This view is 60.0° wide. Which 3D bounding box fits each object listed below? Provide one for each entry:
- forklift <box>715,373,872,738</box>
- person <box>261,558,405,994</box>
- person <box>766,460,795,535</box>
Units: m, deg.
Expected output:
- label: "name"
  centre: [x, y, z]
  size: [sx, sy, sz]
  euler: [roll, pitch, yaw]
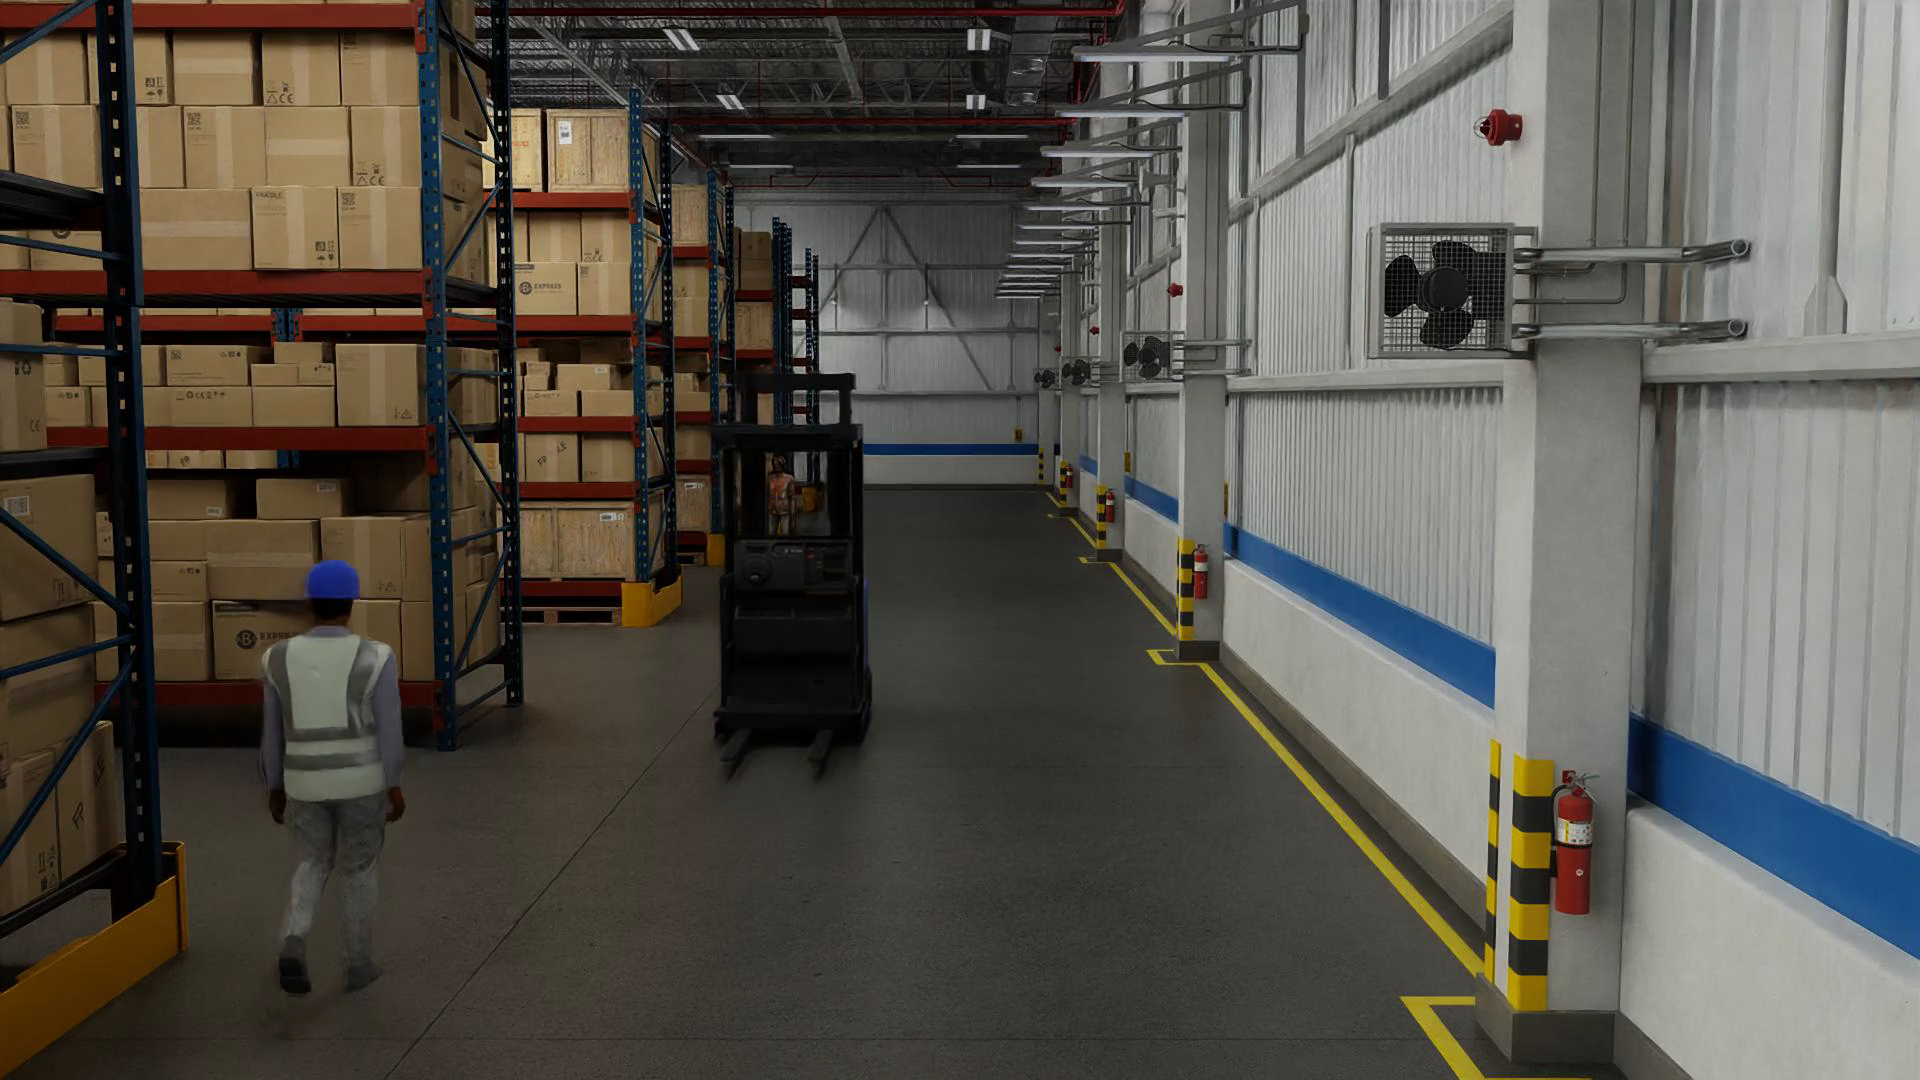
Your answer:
- label: "forklift"
  centre: [-1.299, 0.045, 13.388]
  size: [1.129, 2.768, 1.873]
  euler: [0, 5, 0]
- label: "person"
  centre: [-2.731, 1.048, 7.227]
  size: [0.610, 1.931, 0.580]
  euler: [0, 5, 2]
- label: "person"
  centre: [-2.865, -0.455, 26.363]
  size: [0.514, 1.640, 0.310]
  euler: [1, 5, 11]
